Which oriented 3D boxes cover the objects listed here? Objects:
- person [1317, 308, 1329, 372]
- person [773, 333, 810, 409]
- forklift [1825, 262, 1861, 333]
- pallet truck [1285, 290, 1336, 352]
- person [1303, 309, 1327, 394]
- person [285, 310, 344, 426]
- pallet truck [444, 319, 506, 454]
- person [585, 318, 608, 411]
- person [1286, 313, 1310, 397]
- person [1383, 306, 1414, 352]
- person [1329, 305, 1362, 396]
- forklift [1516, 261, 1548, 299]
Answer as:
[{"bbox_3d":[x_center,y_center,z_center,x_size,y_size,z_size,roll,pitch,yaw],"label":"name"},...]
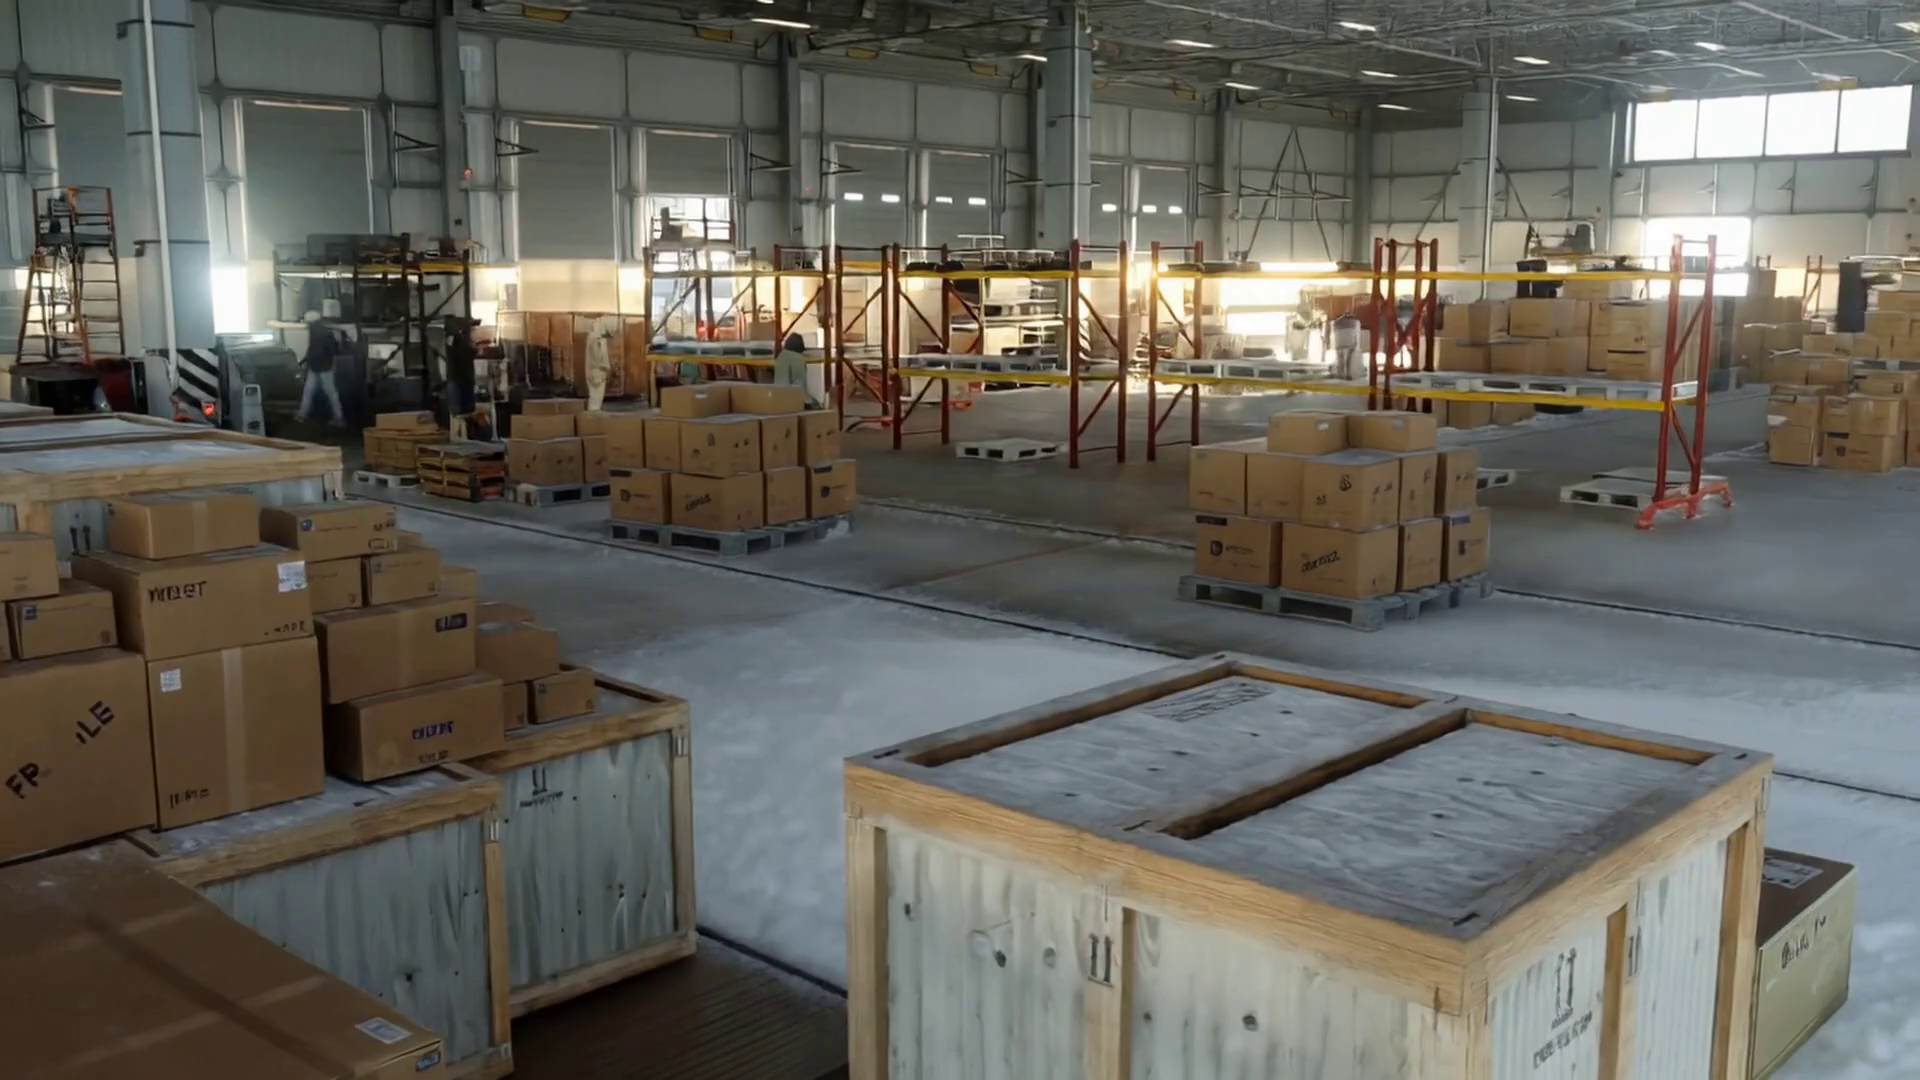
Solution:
[{"bbox_3d":[9.368,-5.186,43.132,0.313,1.639,0.517,-4,10,-22],"label":"person"},{"bbox_3d":[-2.152,-1.753,21.490,0.430,1.838,0.623,-7,12,-38],"label":"person"},{"bbox_3d":[22.783,-5.749,42.791,1.873,2.768,1.129,8,12,39],"label":"forklift"},{"bbox_3d":[11.297,-6.951,52.861,1.885,1.965,0.823,-5,11,-29],"label":"pallet truck"},{"bbox_3d":[7.606,-4.067,35.763,0.519,1.818,0.869,1,9,6],"label":"person"},{"bbox_3d":[-10.974,-2.903,28.198,0.988,1.947,0.641,1,9,5],"label":"person"},{"bbox_3d":[-6.981,-1.942,22.150,1.885,1.965,0.823,1,9,9],"label":"pallet truck"},{"bbox_3d":[-5.685,-2.525,26.082,0.359,1.882,0.575,0,9,-2],"label":"person"},{"bbox_3d":[7.047,-3.858,34.688,0.510,1.730,0.389,4,10,23],"label":"person"},{"bbox_3d":[9.272,-3.952,34.855,1.036,1.871,0.762,-8,12,-41],"label":"person"},{"bbox_3d":[8.050,-3.960,34.806,0.641,1.903,0.562,4,10,24],"label":"person"},{"bbox_3d":[12.922,-4.937,37.814,1.873,2.768,1.129,9,13,43],"label":"forklift"}]
